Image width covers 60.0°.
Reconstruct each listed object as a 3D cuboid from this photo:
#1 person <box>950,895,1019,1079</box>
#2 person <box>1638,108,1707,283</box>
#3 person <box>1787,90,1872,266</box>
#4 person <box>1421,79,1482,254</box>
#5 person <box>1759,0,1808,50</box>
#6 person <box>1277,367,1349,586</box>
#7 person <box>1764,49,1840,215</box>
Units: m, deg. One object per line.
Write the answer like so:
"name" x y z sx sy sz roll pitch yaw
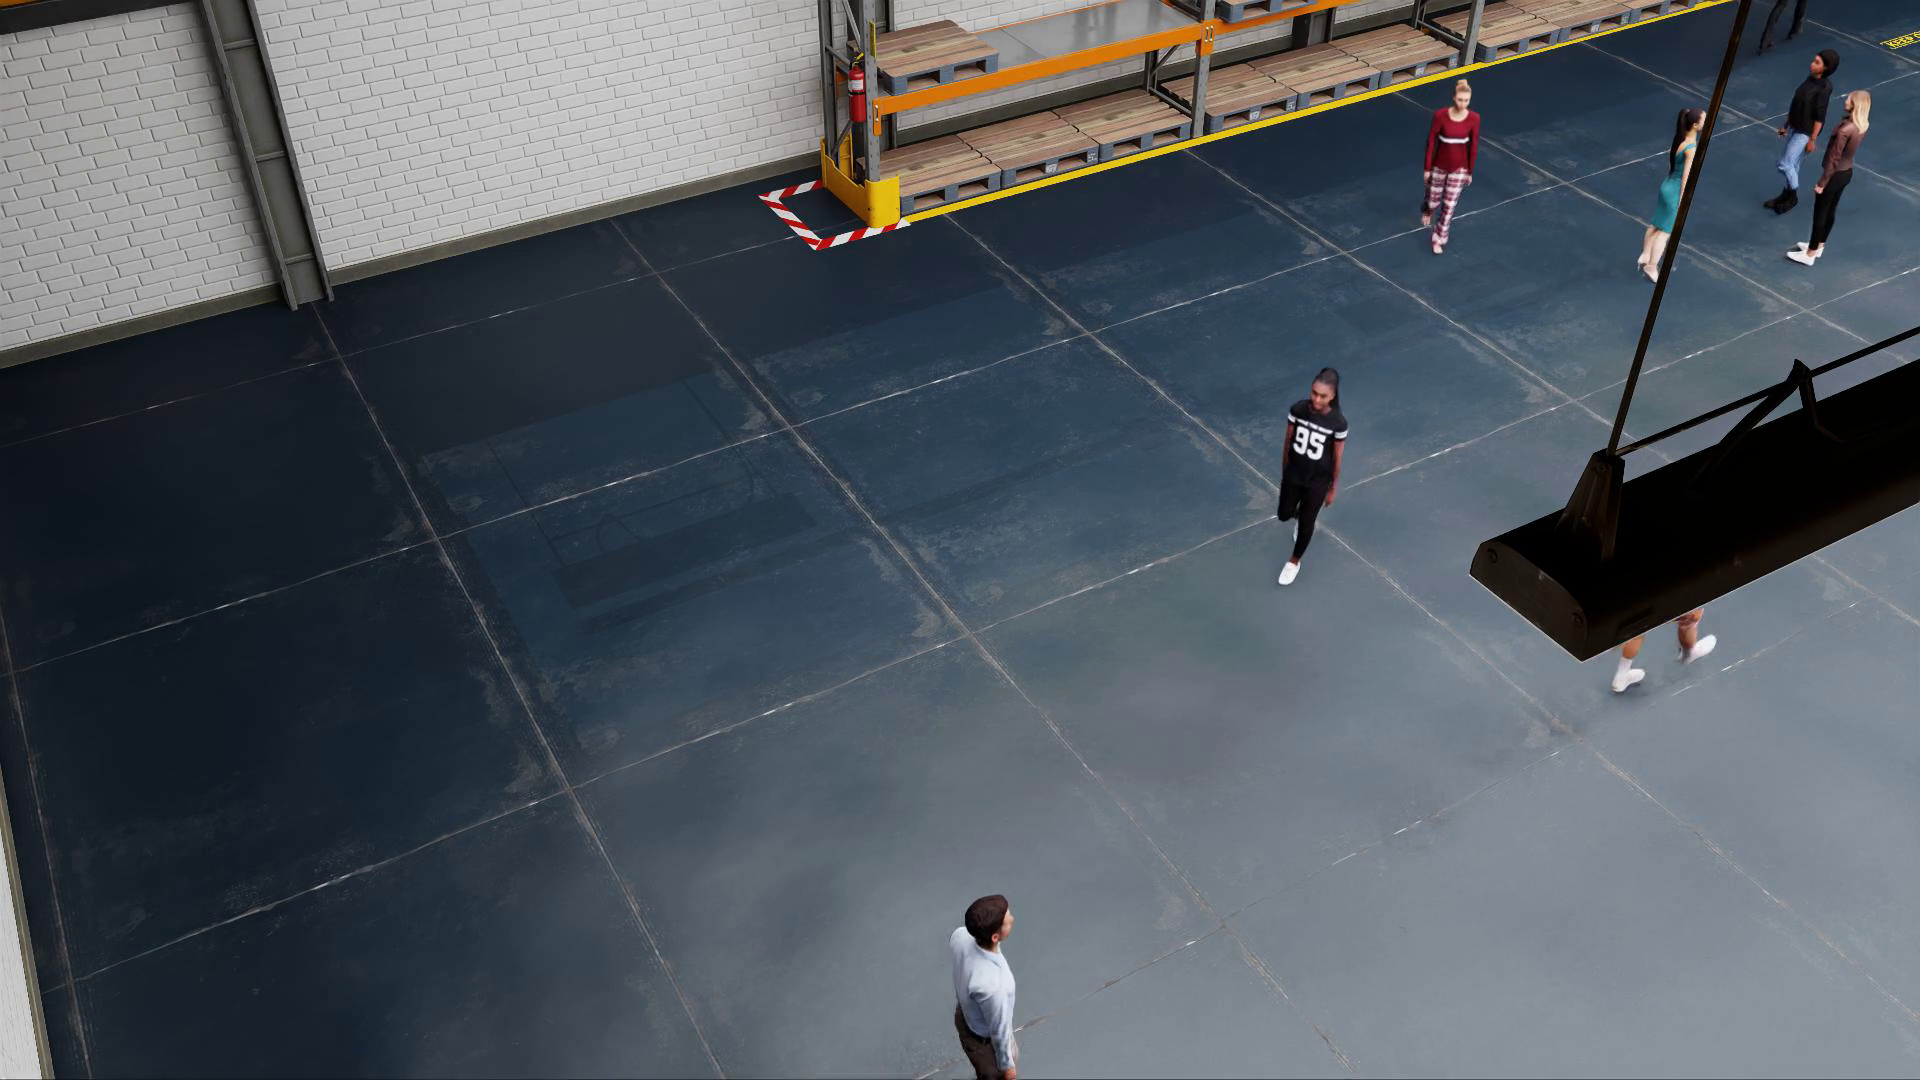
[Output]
"person" 0.061 2.459 8.233 1.126 1.817 0.795 -12 40 -14
"person" 6.624 -3.211 15.437 0.646 1.686 0.620 3 39 3
"person" 8.260 -3.420 15.684 0.511 1.704 0.700 -29 47 -31
"person" 4.669 -3.596 15.917 0.852 1.688 0.902 4 39 5
"person" 9.888 -6.666 19.709 1.225 1.753 0.798 -28 46 -30
"person" 2.546 -0.485 11.999 0.831 1.717 0.963 22 43 25
"person" 8.427 -4.041 16.472 0.731 1.691 0.693 0 39 0
